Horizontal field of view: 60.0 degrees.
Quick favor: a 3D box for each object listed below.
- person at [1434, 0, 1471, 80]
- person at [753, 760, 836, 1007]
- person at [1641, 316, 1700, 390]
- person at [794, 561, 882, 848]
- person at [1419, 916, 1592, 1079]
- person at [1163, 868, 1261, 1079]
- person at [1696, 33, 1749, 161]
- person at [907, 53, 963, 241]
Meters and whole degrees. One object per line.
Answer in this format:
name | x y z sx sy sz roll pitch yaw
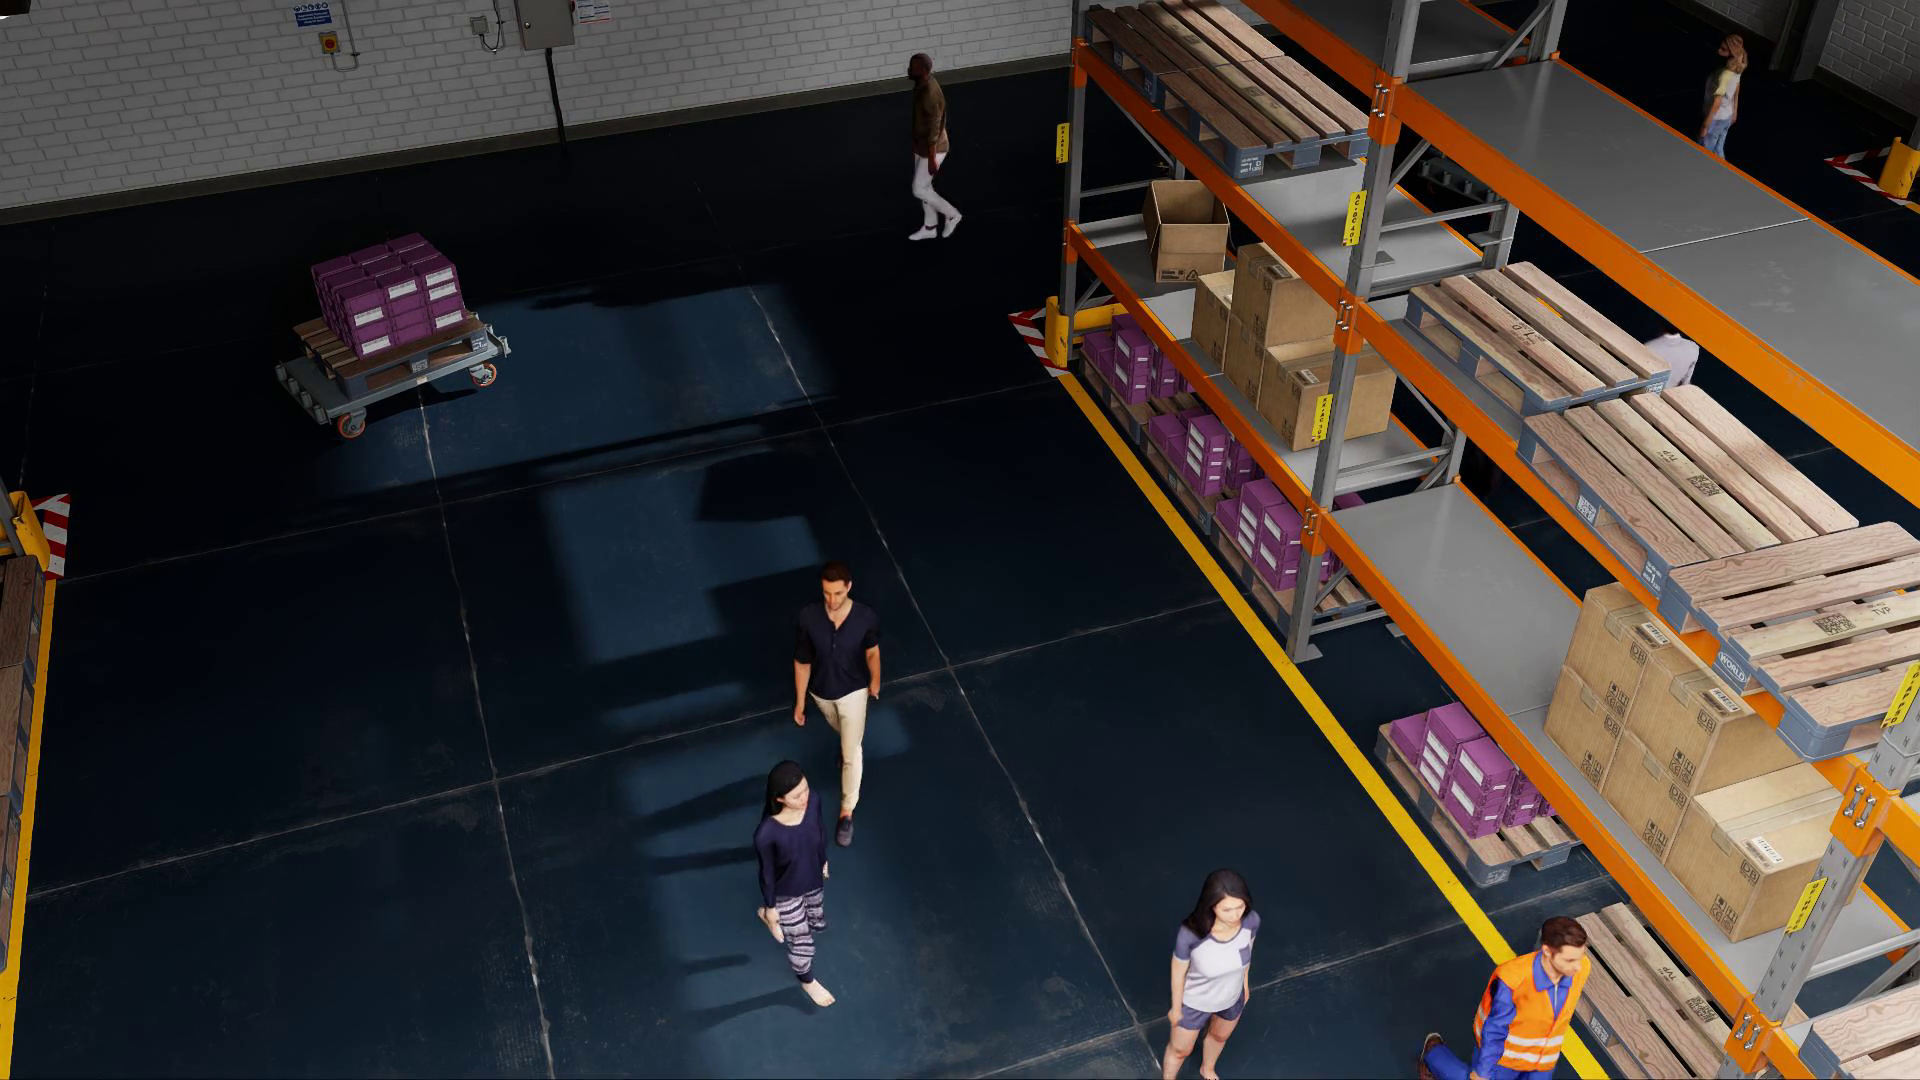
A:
person | 5.072 -5.015 17.231 0.653 1.555 0.543 -23 44 -26
person | -0.919 1.728 8.654 0.963 1.722 0.836 30 47 32
person | 4.869 -0.833 11.770 0.756 1.835 0.729 -6 39 -8
person | -0.710 0.805 9.744 0.992 1.805 1.267 4 39 5
person | 2.553 2.329 7.808 0.731 1.839 1.096 -11 40 -13
person | 1.219 2.192 8.086 0.597 1.706 0.518 -15 41 -18
person | 7.267 -3.995 15.843 0.893 1.694 0.860 -27 46 -30
person | -0.208 -3.580 15.231 0.846 1.809 0.717 -8 39 -10
